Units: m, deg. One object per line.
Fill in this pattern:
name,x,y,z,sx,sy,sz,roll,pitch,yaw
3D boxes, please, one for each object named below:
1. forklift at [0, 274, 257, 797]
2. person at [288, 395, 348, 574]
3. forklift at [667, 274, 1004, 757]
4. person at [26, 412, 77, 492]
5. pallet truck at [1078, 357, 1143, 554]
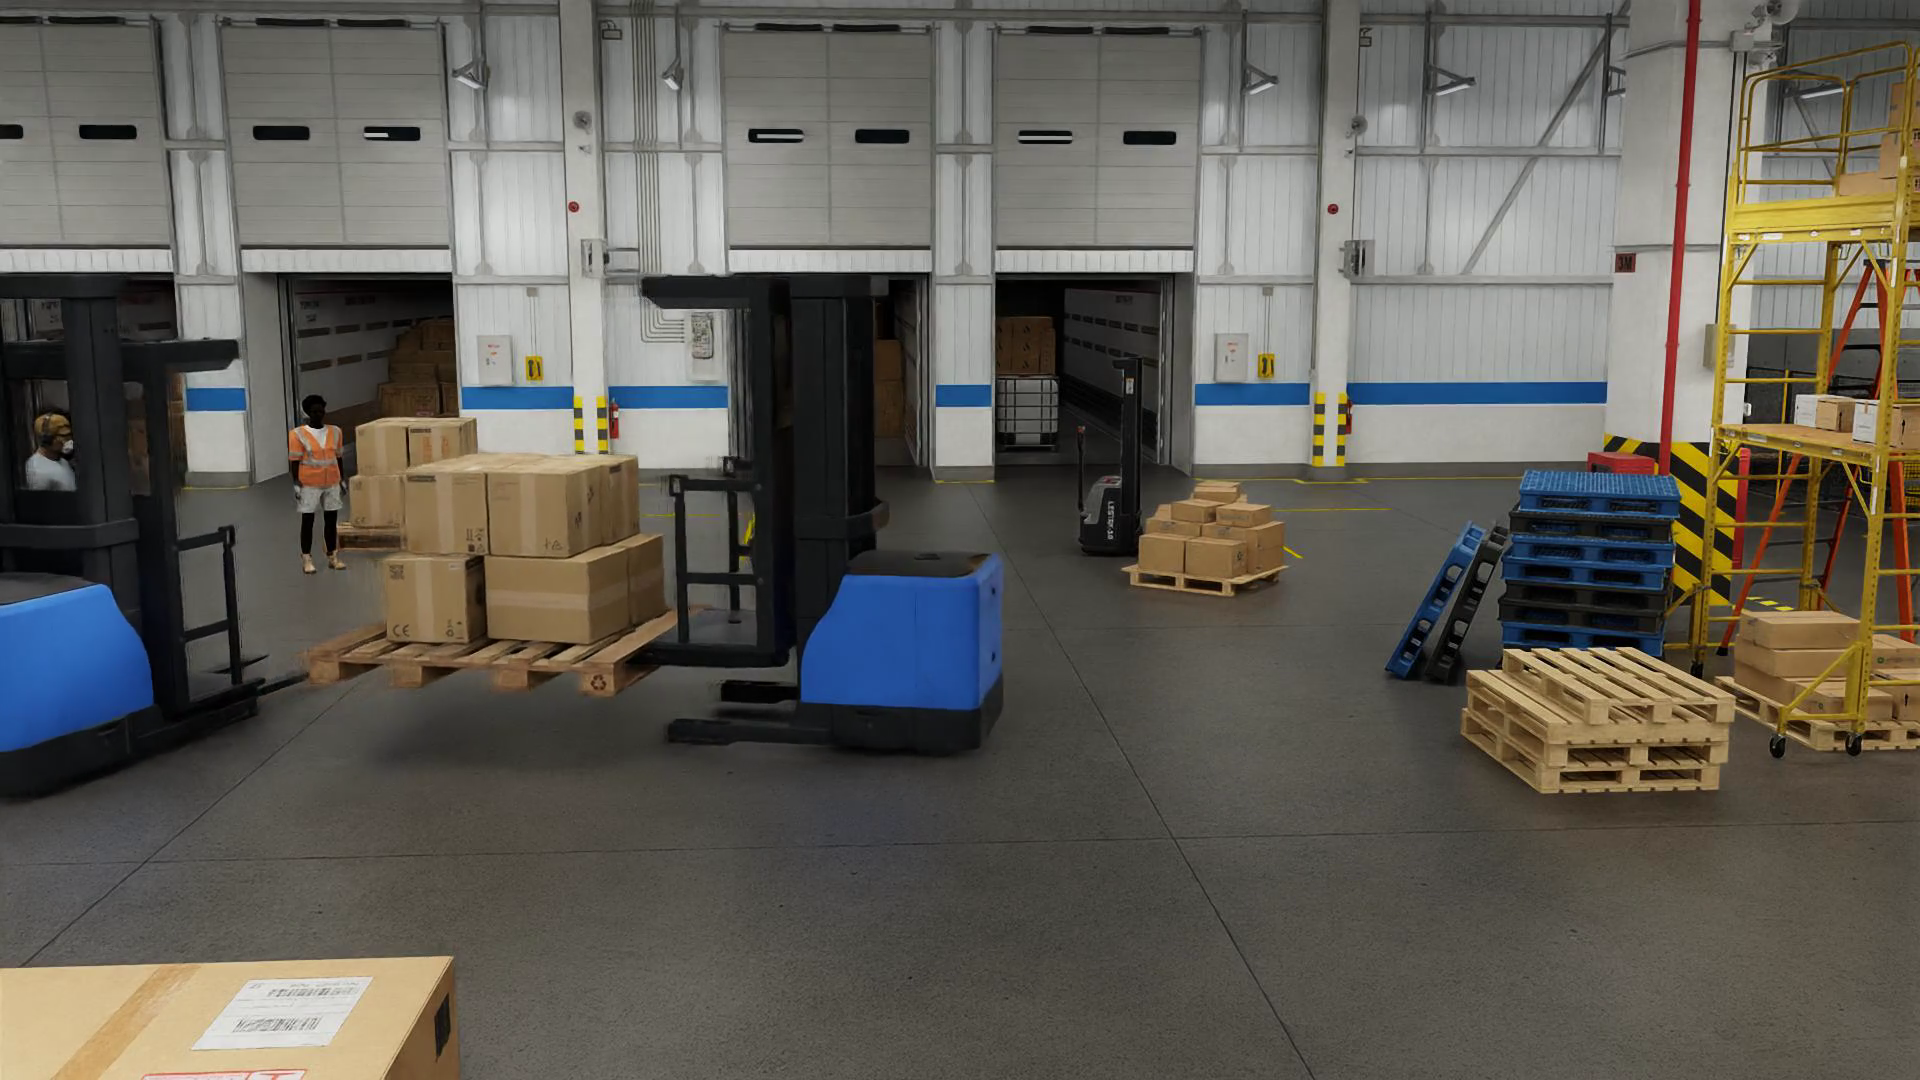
forklift,-5.235,-0.130,9.565,1.129,2.768,1.873,3,9,16
person,-6.086,-0.533,15.797,0.316,1.695,0.542,9,13,44
forklift,-0.719,-0.210,10.065,1.873,2.768,1.129,2,9,10
person,-6.002,0.109,11.063,0.357,1.929,0.628,-2,9,-15
pallet truck,2.088,-0.836,16.757,1.885,1.965,0.823,2,9,13
